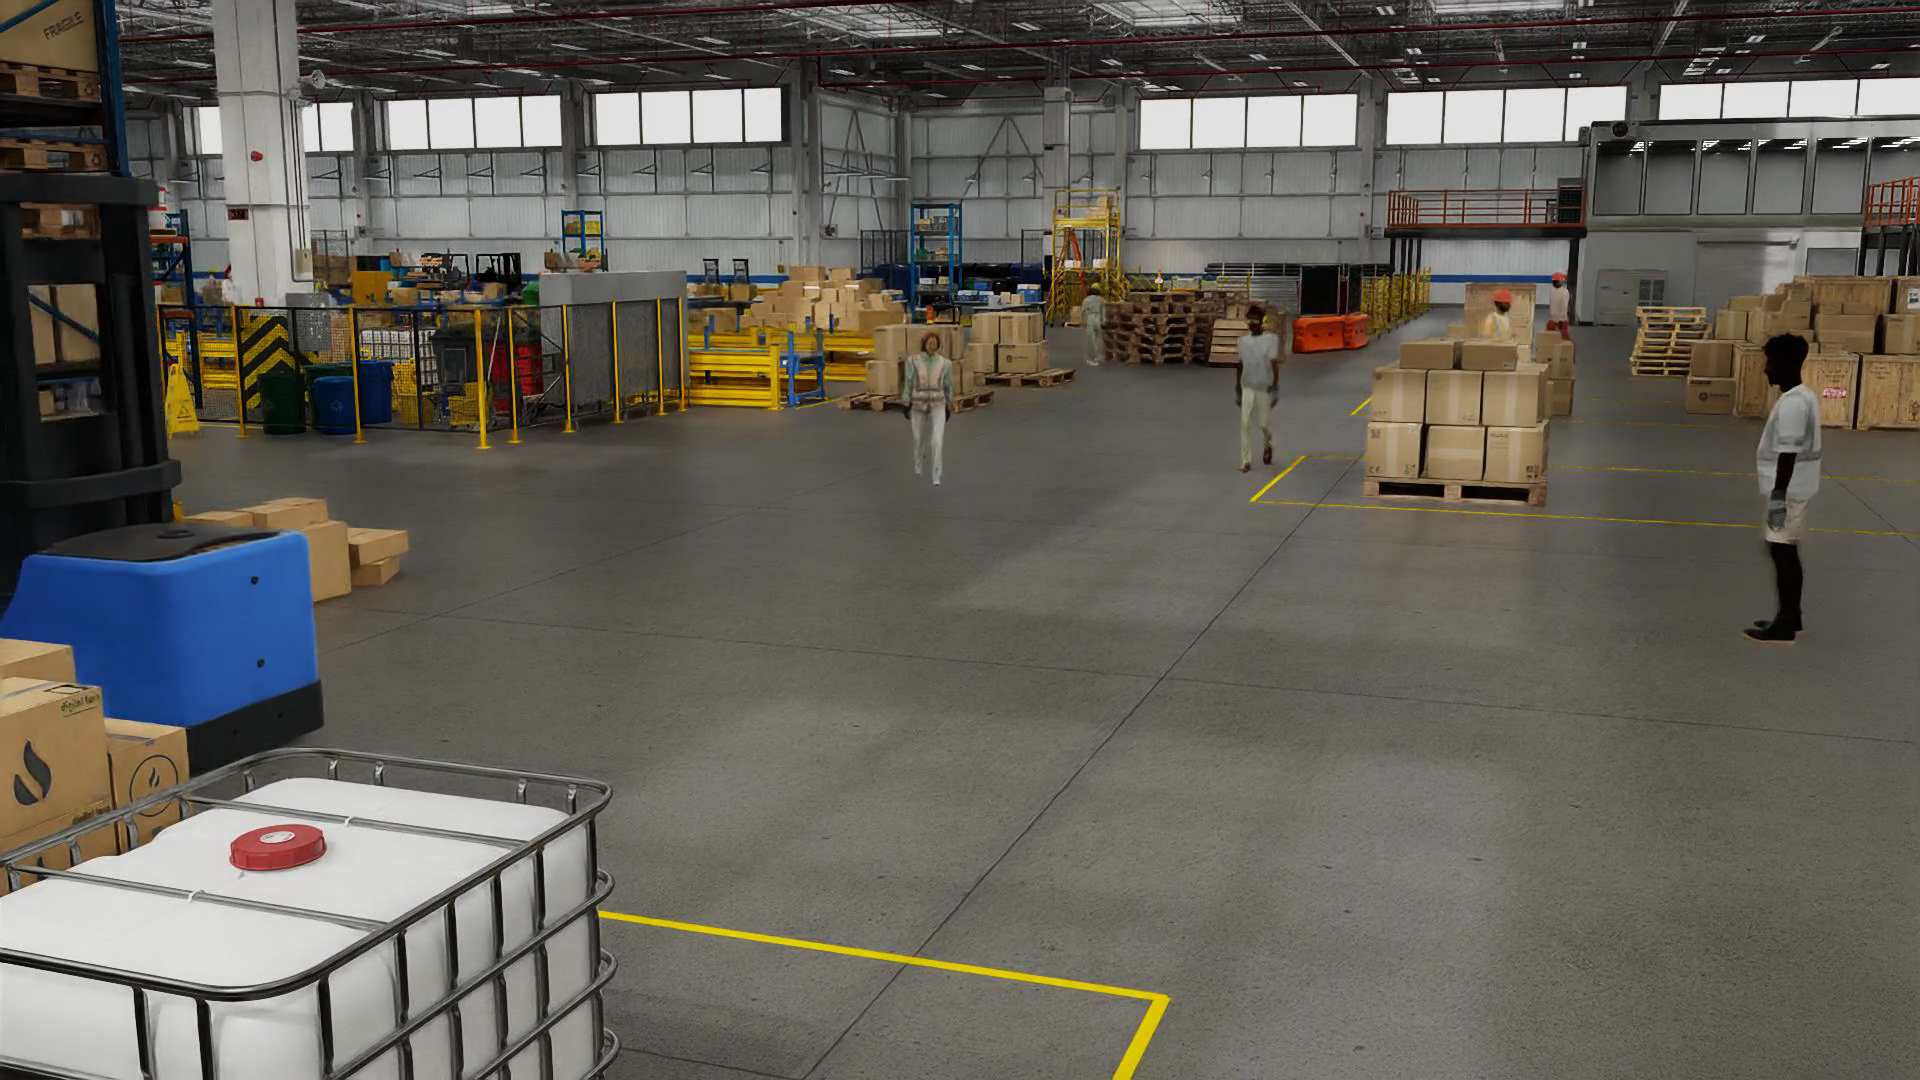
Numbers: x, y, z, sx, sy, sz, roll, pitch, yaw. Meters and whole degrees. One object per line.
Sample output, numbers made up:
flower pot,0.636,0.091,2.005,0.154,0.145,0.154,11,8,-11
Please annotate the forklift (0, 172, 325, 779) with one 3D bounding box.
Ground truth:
forklift,-4.250,-0.353,8.061,1.873,2.768,1.129,3,11,19

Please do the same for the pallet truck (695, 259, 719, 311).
pallet truck,-9.165,-9.627,62.776,0.823,1.965,1.885,4,11,23

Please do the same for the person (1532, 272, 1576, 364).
person,12.472,-4.618,34.740,1.049,1.937,0.645,-3,11,-17

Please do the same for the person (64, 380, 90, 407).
person,-11.311,-2.133,21.258,0.404,1.761,0.534,-1,10,-4

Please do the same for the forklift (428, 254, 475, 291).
forklift,-20.133,-10.254,65.465,1.157,1.987,2.680,3,11,19

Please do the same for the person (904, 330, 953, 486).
person,-0.332,-1.403,17.517,0.524,1.616,0.594,-1,10,-3

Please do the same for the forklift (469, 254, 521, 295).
forklift,-17.990,-10.121,64.684,1.157,1.987,2.680,3,11,17

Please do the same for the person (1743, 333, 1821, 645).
person,5.196,-0.323,10.491,0.375,1.960,0.637,6,12,31

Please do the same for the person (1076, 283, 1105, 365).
person,2.746,-4.527,34.868,0.514,1.683,0.848,-5,11,-26

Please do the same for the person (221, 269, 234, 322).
person,-18.893,-6.100,43.280,0.660,1.855,0.976,-1,10,-6

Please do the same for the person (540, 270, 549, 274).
person,-10.237,-5.723,41.168,0.939,1.862,0.563,-1,10,-8

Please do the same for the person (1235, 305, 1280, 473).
person,3.312,-1.681,18.451,0.536,1.850,0.691,4,11,23

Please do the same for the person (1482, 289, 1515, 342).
person,7.388,-2.455,22.639,0.962,1.896,0.543,9,13,41

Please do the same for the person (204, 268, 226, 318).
person,-25.430,-8.420,56.750,0.876,1.722,0.537,-8,13,-39

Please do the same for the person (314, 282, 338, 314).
person,-12.467,-4.123,32.352,0.866,1.796,0.596,4,11,23

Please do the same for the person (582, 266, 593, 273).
person,-9.442,-5.901,41.872,1.090,1.991,0.595,-9,14,-42

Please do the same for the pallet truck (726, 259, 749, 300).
pallet truck,-7.986,-9.493,62.019,0.823,1.965,1.885,3,11,17
